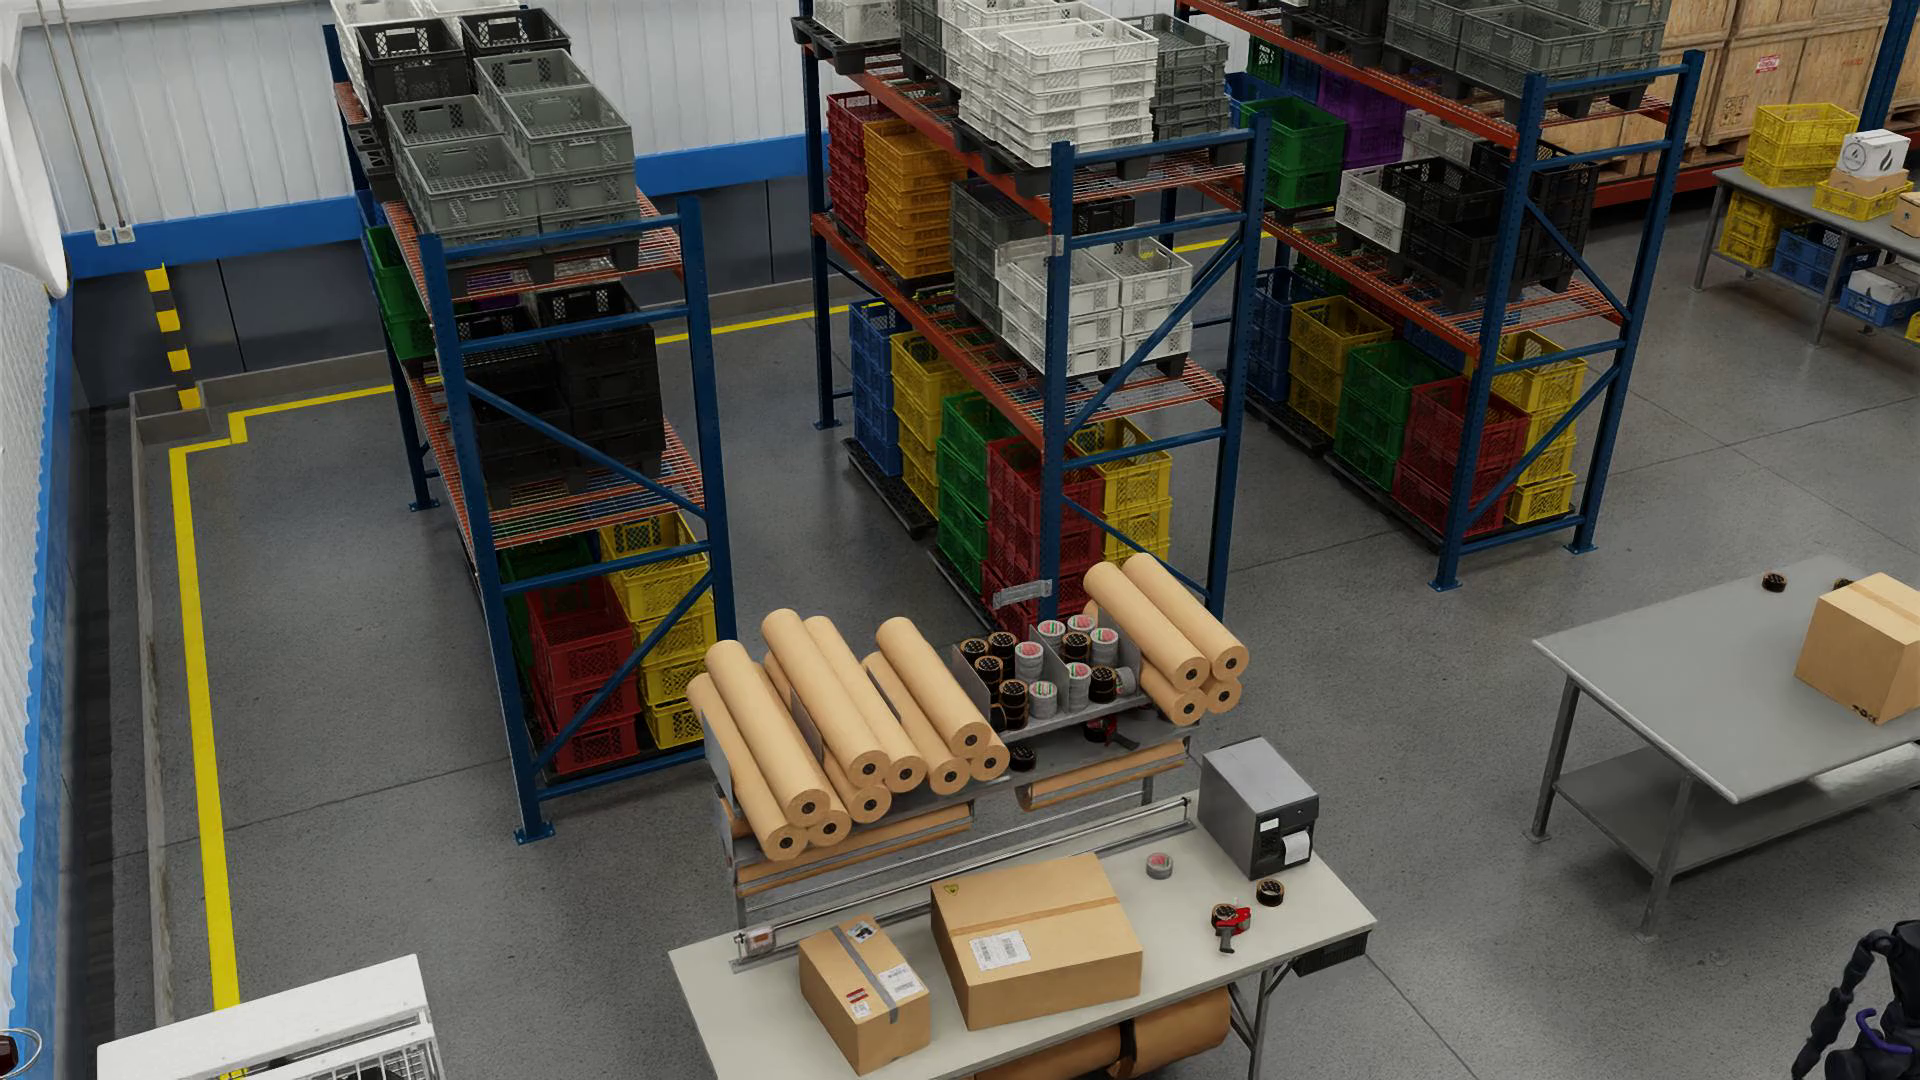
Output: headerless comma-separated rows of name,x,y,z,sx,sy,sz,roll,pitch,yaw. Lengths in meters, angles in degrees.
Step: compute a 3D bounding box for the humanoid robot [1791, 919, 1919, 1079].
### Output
humanoid robot,3.226,1.773,5.745,0.573,1.652,0.328,-1,32,-2
